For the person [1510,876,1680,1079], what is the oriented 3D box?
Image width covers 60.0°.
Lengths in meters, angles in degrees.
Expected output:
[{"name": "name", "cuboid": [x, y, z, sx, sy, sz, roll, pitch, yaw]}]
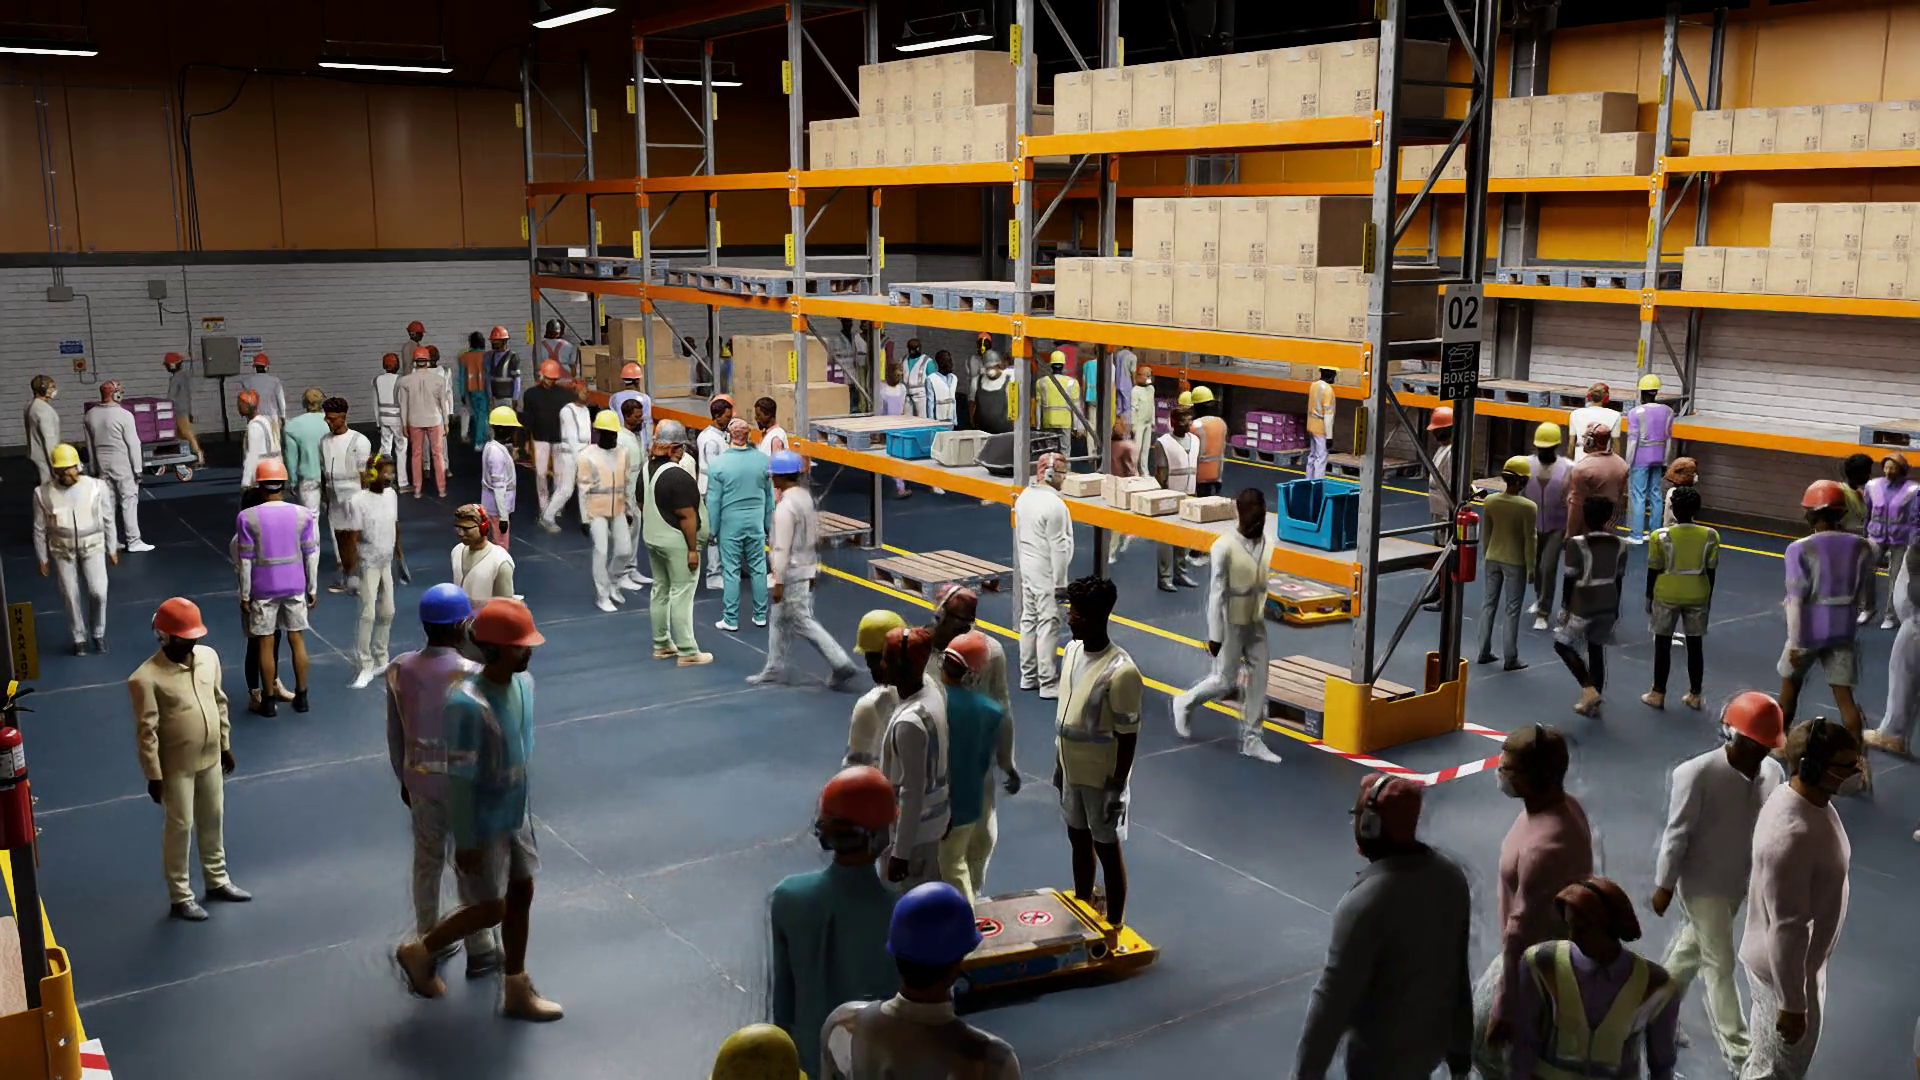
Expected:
[{"name": "person", "cuboid": [2.069, 1.859, 5.459, 0.518, 1.608, 0.684, 5, 12, 23]}]

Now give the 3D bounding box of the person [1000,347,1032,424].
[{"name": "person", "cuboid": [0.743, -1.824, 23.685, 0.570, 1.843, 0.372, 4, 12, 21]}]

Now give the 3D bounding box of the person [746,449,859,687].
[{"name": "person", "cuboid": [-1.225, 0.245, 12.953, 0.874, 1.914, 0.620, 2, 11, 8]}]

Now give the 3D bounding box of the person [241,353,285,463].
[{"name": "person", "cuboid": [-9.904, -1.783, 23.712, 0.567, 1.751, 0.329, -2, 11, -10]}]

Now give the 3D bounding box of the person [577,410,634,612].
[{"name": "person", "cuboid": [-3.302, -0.270, 15.588, 0.609, 1.909, 0.445, -10, 15, -43]}]

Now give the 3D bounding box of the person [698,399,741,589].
[{"name": "person", "cuboid": [-2.418, -0.458, 16.551, 0.391, 1.905, 0.599, 0, 11, 0]}]

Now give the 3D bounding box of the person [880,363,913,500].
[{"name": "person", "cuboid": [-0.899, -1.420, 21.763, 0.558, 1.778, 0.958, -7, 13, -32]}]

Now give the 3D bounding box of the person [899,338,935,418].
[{"name": "person", "cuboid": [-0.693, -2.165, 25.451, 0.634, 1.839, 0.429, 6, 13, 29]}]

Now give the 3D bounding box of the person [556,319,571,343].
[{"name": "person", "cuboid": [-6.846, -2.835, 28.657, 0.368, 1.933, 0.627, -3, 12, -16]}]

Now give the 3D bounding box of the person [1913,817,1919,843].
[{"name": "person", "cuboid": [5.891, 0.897, 9.763, 0.344, 1.847, 0.504, 8, 14, 36]}]

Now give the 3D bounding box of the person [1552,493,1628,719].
[{"name": "person", "cuboid": [4.644, 0.498, 12.212, 0.549, 1.681, 0.400, -4, 12, -19]}]

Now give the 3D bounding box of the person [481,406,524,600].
[{"name": "person", "cuboid": [-4.324, -0.310, 15.770, 0.412, 1.918, 0.581, -3, 12, -16]}]

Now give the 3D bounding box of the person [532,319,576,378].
[{"name": "person", "cuboid": [-6.550, -2.553, 26.919, 0.675, 2.000, 0.537, -2, 11, -11]}]

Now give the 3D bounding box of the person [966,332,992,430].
[{"name": "person", "cuboid": [0.357, -2.211, 25.468, 0.554, 1.928, 0.397, 7, 13, 33]}]

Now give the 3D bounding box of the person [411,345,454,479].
[{"name": "person", "cuboid": [-7.451, -1.816, 23.550, 0.576, 1.885, 0.355, -7, 13, -30]}]

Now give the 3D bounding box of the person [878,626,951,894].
[{"name": "person", "cuboid": [-0.225, 1.309, 7.557, 0.355, 1.883, 0.575, 1, 11, 5]}]

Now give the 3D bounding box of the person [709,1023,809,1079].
[{"name": "person", "cuboid": [-0.527, 2.041, 4.211, 0.491, 1.731, 0.324, 9, 14, 38]}]

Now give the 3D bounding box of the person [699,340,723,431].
[{"name": "person", "cuboid": [-3.615, -1.989, 24.295, 0.352, 1.937, 0.635, 1, 11, 6]}]

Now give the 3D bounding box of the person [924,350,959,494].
[{"name": "person", "cuboid": [-0.228, -1.574, 22.252, 0.418, 1.917, 0.607, 8, 14, 37]}]

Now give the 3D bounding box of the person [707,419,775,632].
[{"name": "person", "cuboid": [-1.971, -0.134, 14.885, 0.646, 1.908, 0.408, -7, 13, -31]}]

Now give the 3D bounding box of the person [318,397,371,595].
[{"name": "person", "cuboid": [-6.017, -0.432, 16.291, 0.598, 1.958, 0.370, 4, 12, 20]}]

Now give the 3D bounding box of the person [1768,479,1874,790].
[{"name": "person", "cuboid": [5.680, 0.606, 10.914, 0.597, 1.993, 1.071, 0, 11, -2]}]

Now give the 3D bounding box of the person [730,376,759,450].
[{"name": "person", "cuboid": [-2.919, -1.667, 22.689, 0.645, 1.910, 0.919, -7, 13, -32]}]

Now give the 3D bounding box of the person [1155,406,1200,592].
[{"name": "person", "cuboid": [2.148, -0.421, 16.505, 0.570, 1.844, 0.379, -9, 14, -40]}]

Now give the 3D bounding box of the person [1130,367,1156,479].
[{"name": "person", "cuboid": [2.544, -1.602, 23.126, 0.292, 1.623, 0.505, 10, 15, 41]}]

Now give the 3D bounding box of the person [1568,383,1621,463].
[{"name": "person", "cuboid": [7.090, -0.836, 18.625, 0.563, 1.847, 0.388, 7, 13, 33]}]

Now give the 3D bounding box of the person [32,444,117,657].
[{"name": "person", "cuboid": [-7.414, 0.095, 13.942, 0.616, 1.811, 0.496, -6, 12, -27]}]

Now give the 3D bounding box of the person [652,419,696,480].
[{"name": "person", "cuboid": [-2.803, -0.305, 16.149, 0.567, 1.750, 0.341, 9, 14, 38]}]

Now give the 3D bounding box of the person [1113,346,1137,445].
[{"name": "person", "cuboid": [2.646, -2.386, 26.588, 0.337, 1.838, 0.512, -8, 14, -35]}]

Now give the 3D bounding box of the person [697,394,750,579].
[{"name": "person", "cuboid": [-2.380, -0.525, 16.851, 0.401, 1.925, 0.551, 10, 15, 40]}]

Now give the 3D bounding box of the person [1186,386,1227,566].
[{"name": "person", "cuboid": [2.554, -0.672, 17.610, 0.604, 1.916, 0.532, -10, 15, -40]}]

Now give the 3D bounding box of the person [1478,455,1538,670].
[{"name": "person", "cuboid": [4.502, 0.184, 13.633, 0.340, 1.762, 0.525, -7, 13, -33]}]

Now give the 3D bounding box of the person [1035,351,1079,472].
[{"name": "person", "cuboid": [1.287, -1.548, 22.105, 0.584, 1.918, 0.408, 1, 11, 6]}]

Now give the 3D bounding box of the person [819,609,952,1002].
[{"name": "person", "cuboid": [-0.380, 1.252, 7.834, 0.882, 1.883, 0.602, 7, 13, 32]}]

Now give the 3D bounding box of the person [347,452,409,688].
[{"name": "person", "cuboid": [-4.662, 0.236, 13.187, 0.342, 1.852, 0.659, 4, 12, 20]}]

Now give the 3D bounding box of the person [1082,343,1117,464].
[{"name": "person", "cuboid": [2.066, -2.036, 24.767, 0.563, 1.847, 0.394, 8, 14, 37]}]

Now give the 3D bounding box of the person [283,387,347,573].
[{"name": "person", "cuboid": [-6.658, -0.622, 17.298, 0.635, 1.937, 0.352, -4, 12, -19]}]

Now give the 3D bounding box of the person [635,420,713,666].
[{"name": "person", "cuboid": [-2.340, 0.013, 13.786, 0.538, 2.000, 0.684, -10, 15, -43]}]

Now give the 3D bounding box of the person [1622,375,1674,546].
[{"name": "person", "cuboid": [7.715, -0.896, 18.731, 0.590, 1.926, 0.388, -3, 12, -17]}]

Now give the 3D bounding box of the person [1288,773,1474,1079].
[{"name": "person", "cuboid": [1.411, 1.715, 5.594, 1.014, 1.840, 0.757, 10, 15, 42]}]

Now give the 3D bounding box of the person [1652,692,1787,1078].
[{"name": "person", "cuboid": [3.330, 1.479, 7.148, 0.571, 1.694, 0.912, -4, 12, -21]}]

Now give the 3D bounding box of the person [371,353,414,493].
[{"name": "person", "cuboid": [-7.605, -1.571, 22.331, 0.575, 1.876, 0.360, 4, 12, 18]}]

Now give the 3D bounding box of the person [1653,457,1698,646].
[{"name": "person", "cuboid": [6.213, 0.089, 14.438, 0.281, 1.634, 0.498, 6, 12, 27]}]

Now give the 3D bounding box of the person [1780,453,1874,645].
[{"name": "person", "cuboid": [7.587, 0.056, 14.474, 0.542, 1.673, 0.565, -10, 15, -43]}]

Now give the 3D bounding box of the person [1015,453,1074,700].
[{"name": "person", "cuboid": [0.676, 0.272, 12.828, 0.399, 1.900, 0.643, -5, 12, -24]}]
